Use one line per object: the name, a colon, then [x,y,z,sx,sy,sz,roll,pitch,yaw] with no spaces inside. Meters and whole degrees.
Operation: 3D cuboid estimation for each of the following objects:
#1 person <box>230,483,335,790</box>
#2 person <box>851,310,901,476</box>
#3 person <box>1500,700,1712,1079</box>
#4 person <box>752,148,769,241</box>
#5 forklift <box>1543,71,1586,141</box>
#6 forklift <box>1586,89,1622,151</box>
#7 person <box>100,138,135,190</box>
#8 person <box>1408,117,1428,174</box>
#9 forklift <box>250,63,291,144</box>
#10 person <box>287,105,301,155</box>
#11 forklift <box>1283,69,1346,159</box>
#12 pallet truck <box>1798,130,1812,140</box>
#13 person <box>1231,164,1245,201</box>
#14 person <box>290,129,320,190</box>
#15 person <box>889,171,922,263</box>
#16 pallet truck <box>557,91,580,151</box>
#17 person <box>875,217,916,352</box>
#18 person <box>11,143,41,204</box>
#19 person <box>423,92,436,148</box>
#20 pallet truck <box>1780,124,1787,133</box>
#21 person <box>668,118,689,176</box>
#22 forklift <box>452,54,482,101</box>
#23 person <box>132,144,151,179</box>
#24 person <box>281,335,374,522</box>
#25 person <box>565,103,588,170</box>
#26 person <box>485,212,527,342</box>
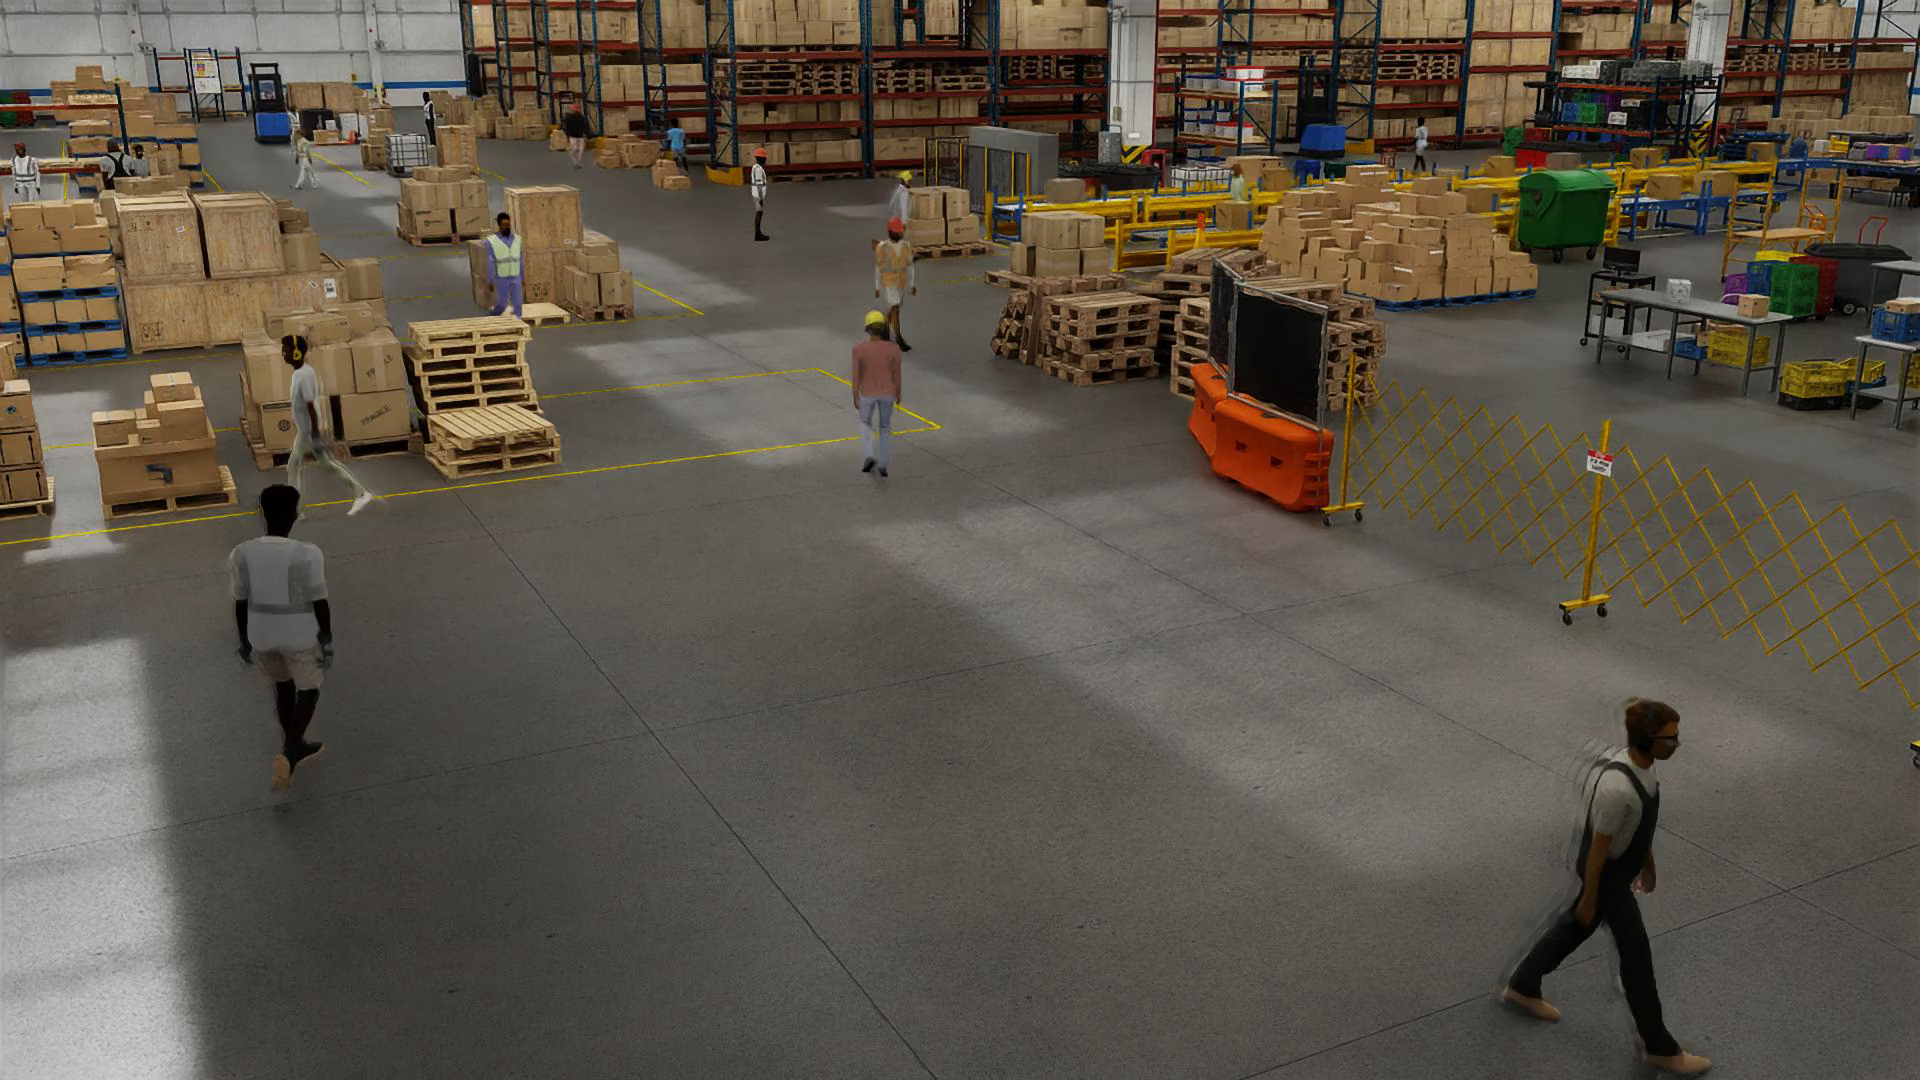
person: [-4.280,0.619,10.438,0.647,1.933,0.757,2,18,6]
person: [-0.872,-1.533,17.438,0.539,1.757,0.363,-3,18,-9]
person: [3.050,1.559,7.744,0.991,1.795,0.534,10,20,29]
person: [-4.197,-7.287,35.098,0.385,1.929,0.539,-3,18,-10]
forklift: [18.685,-13.231,52.085,1.873,2.768,1.129,-9,20,-26]
forklift: [21.224,-14.374,55.648,1.873,2.768,1.129,-9,20,-26]
person: [-18.441,-7.773,36.419,0.681,2.000,0.538,-16,24,-41]
person: [13.446,-11.558,48.813,0.789,1.659,0.544,15,23,39]
forklift: [-25.004,-15.820,60.155,1.129,2.768,1.873,-9,20,-26]
person: [-22.180,-13.669,55.458,0.316,1.634,0.528,7,19,21]
forklift: [11.615,-13.871,54.079,1.129,2.768,1.873,-9,20,-27]
pallet truck: [25.526,-11.556,49.408,1.630,1.274,0.653,-9,20,-26]
person: [5.879,-7.145,35.182,0.834,1.594,0.511,-8,19,-23]
person: [-17.748,-10.263,44.891,0.849,1.587,0.541,-16,24,-41]
person: [-1.097,-6.151,31.813,0.775,1.778,0.617,-4,18,-13]
pallet truck: [-13.495,-14.412,57.188,0.823,1.965,1.885,-3,18,-9]
person: [-0.968,-3.723,24.026,0.540,1.899,0.932,-12,21,-33]
person: [-20.764,-7.881,37.009,0.584,1.882,0.337,1,18,2]
person: [-18.634,-14.773,58.459,0.396,1.911,0.588,-12,22,-34]
pallet truck: [25.206,-12.542,52.601,1.601,1.201,0.680,0,18,-2]
person: [-8.198,-11.404,48.335,0.538,1.659,0.803,1,18,2]
forklift: [-20.788,-19.371,71.224,1.873,2.768,1.129,-9,20,-26]
person: [-18.103,-7.825,36.864,0.329,1.868,0.512,11,21,31]
person: [-6.177,-1.070,15.881,0.961,1.840,0.526,-6,19,-17]
person: [-11.607,-12.241,50.489,0.606,1.957,0.737,-10,20,-28]
person: [-6.716,-3.890,24.552,0.692,1.899,0.594,17,24,42]
